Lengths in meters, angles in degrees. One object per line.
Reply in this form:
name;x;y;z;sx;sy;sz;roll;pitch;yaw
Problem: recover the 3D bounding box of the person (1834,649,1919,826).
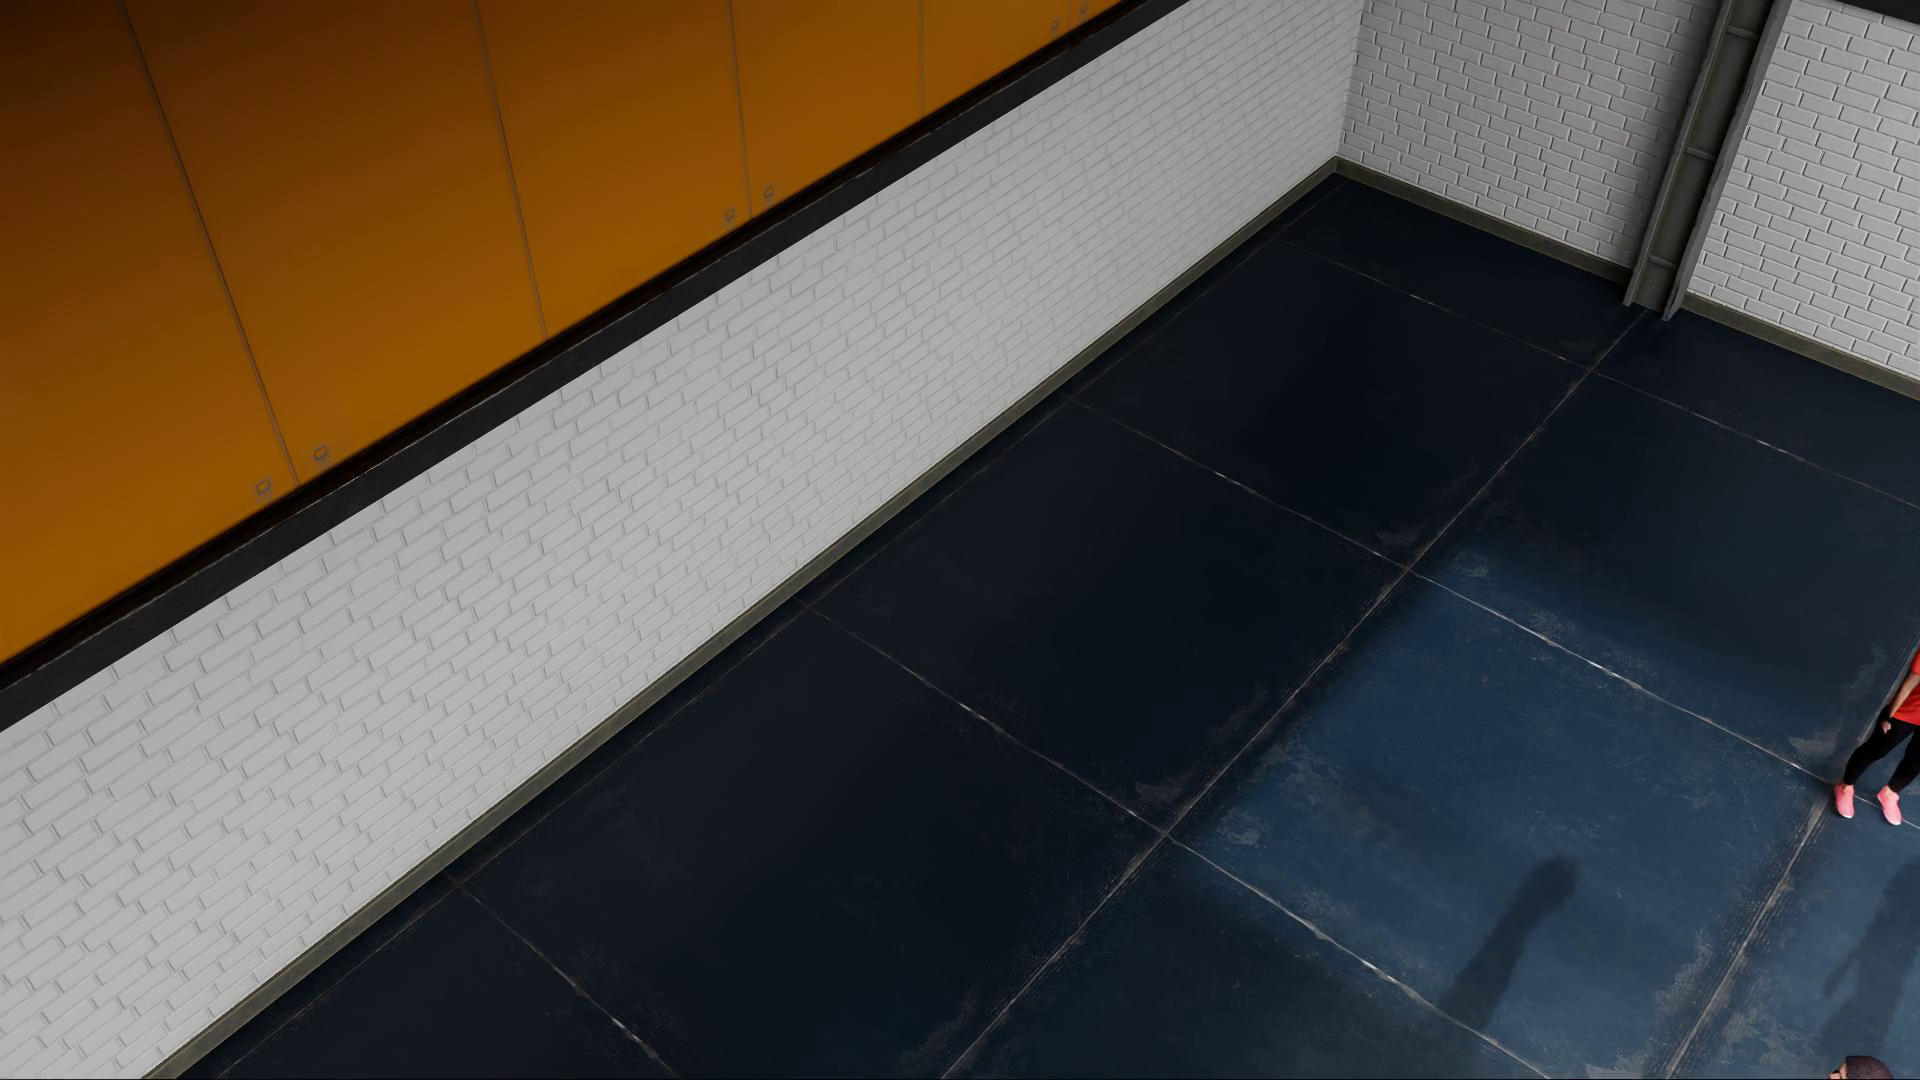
person;5.615;1.021;9.718;0.628;1.692;0.731;7;44;7
